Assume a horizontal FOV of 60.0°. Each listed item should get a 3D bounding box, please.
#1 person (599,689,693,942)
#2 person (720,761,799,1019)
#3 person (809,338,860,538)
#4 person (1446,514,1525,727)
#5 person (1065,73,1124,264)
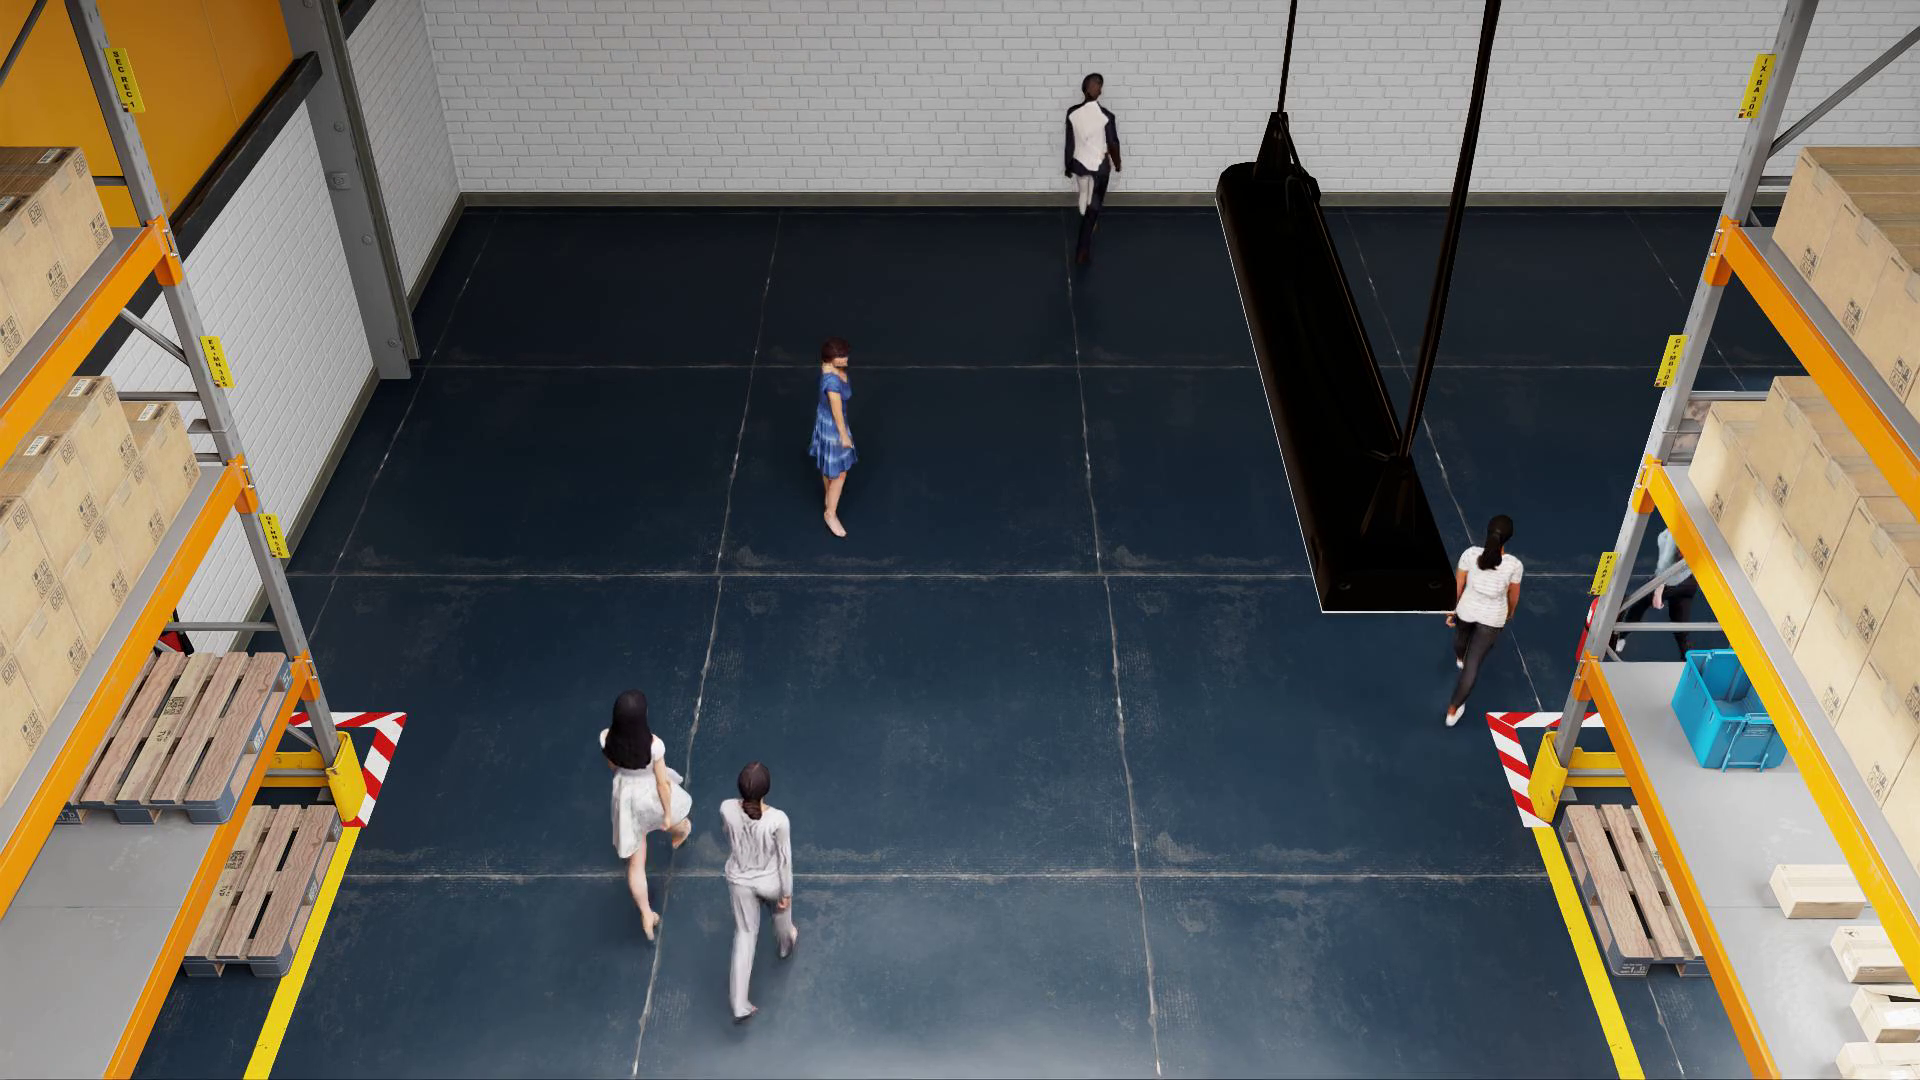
[{"bbox_3d":[-1.914,1.657,9.865,0.688,1.729,1.157,4,39,5],"label":"person"},{"bbox_3d":[-1.170,1.991,9.435,0.724,1.742,1.088,8,39,10],"label":"person"},{"bbox_3d":[-1.011,-0.888,13.012,0.847,1.778,0.616,-17,42,-20],"label":"person"},{"bbox_3d":[3.516,0.579,11.319,0.931,1.599,1.125,21,43,24],"label":"person"},{"bbox_3d":[1.282,-3.627,16.376,1.008,1.860,1.185,19,42,22],"label":"person"}]
